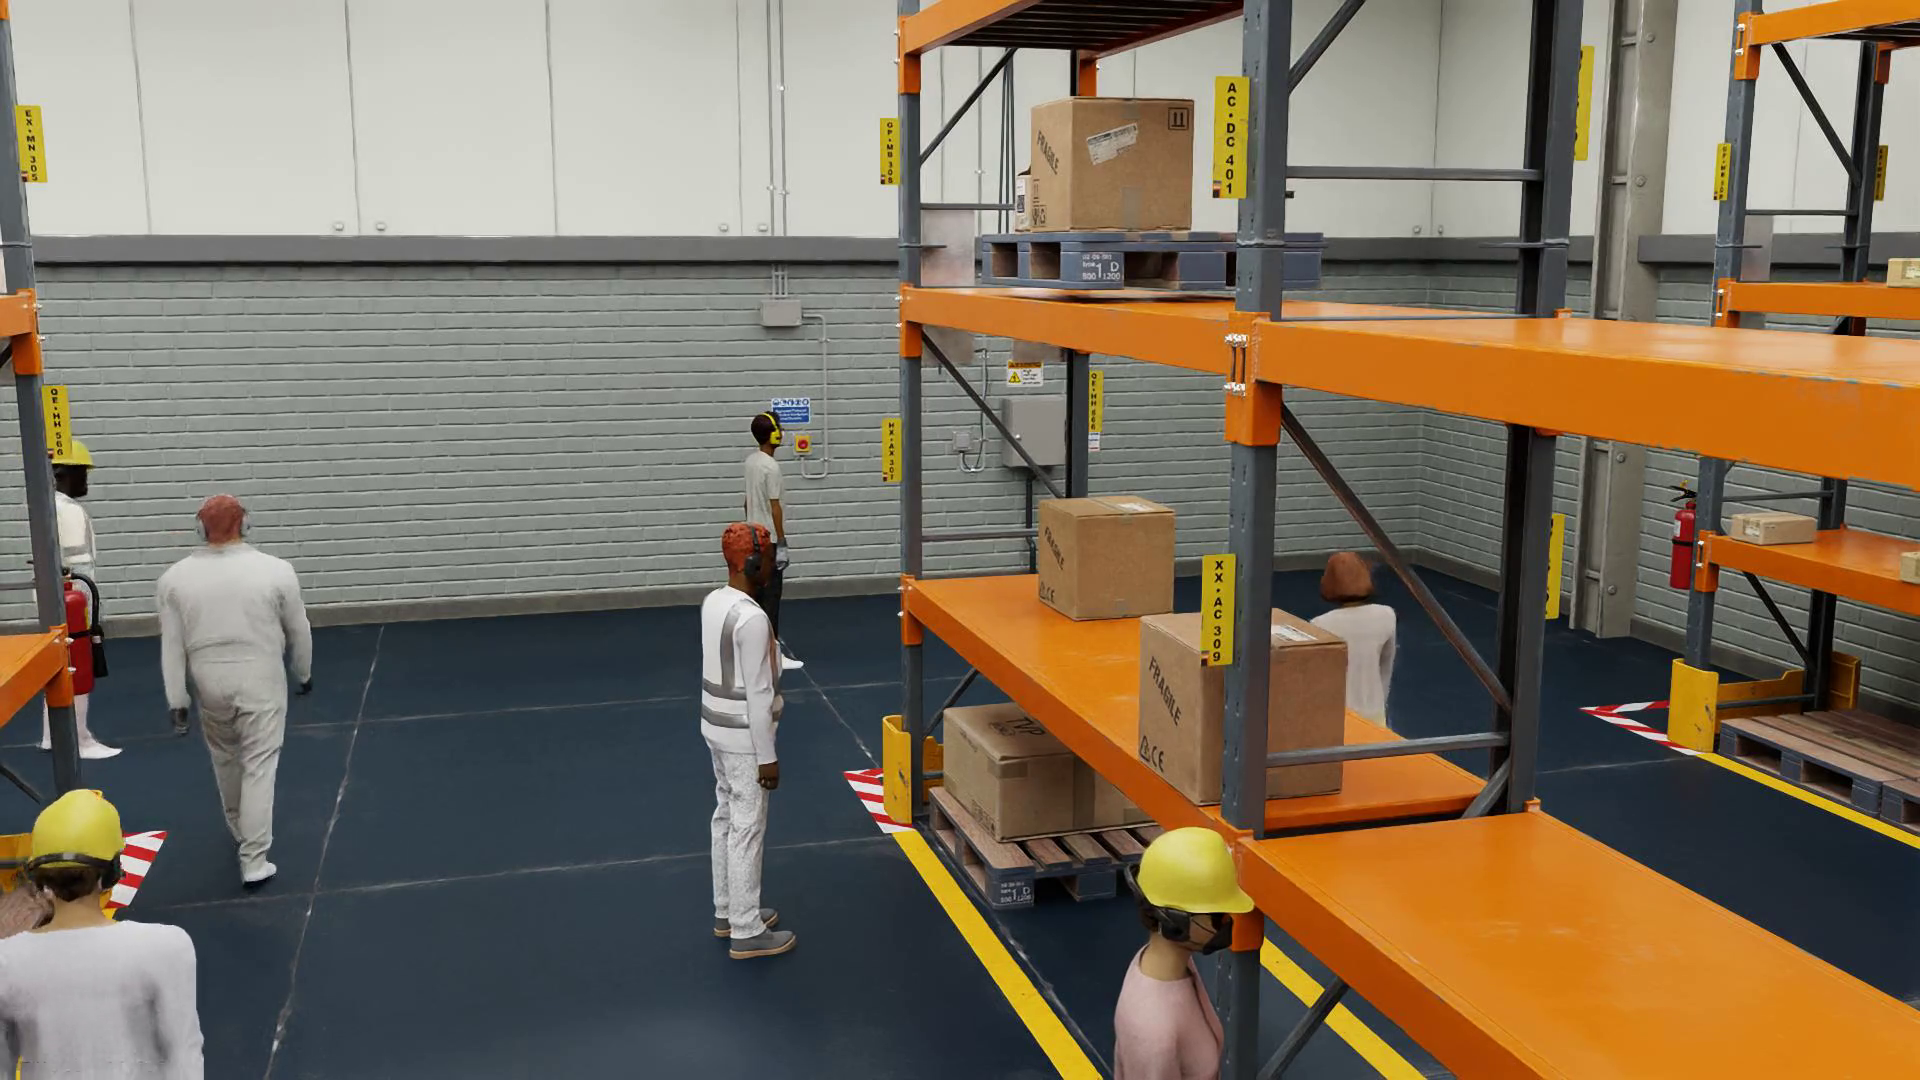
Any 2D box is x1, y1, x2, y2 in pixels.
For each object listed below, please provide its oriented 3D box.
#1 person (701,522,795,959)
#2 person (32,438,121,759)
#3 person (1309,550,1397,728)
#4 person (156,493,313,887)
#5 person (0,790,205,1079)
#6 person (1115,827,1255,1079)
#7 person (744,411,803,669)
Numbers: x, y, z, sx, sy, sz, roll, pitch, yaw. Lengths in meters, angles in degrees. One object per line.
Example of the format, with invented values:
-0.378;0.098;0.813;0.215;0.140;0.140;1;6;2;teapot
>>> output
-0.930;0.854;7.173;0.359;1.880;0.575;-5;11;-26;person
-5.298;0.350;9.928;0.410;1.923;0.660;-9;13;-41;person
1.904;0.850;7.979;0.500;1.600;0.798;-3;10;-16;person
-3.504;0.699;8.134;0.640;1.859;0.942;-1;10;-7;person
-2.151;1.467;4.124;0.538;1.718;0.902;-3;10;-17;person
0.482;1.503;3.822;0.340;1.757;0.517;2;10;14;person
-1.372;0.003;12.025;0.319;1.876;0.532;-6;12;-31;person
